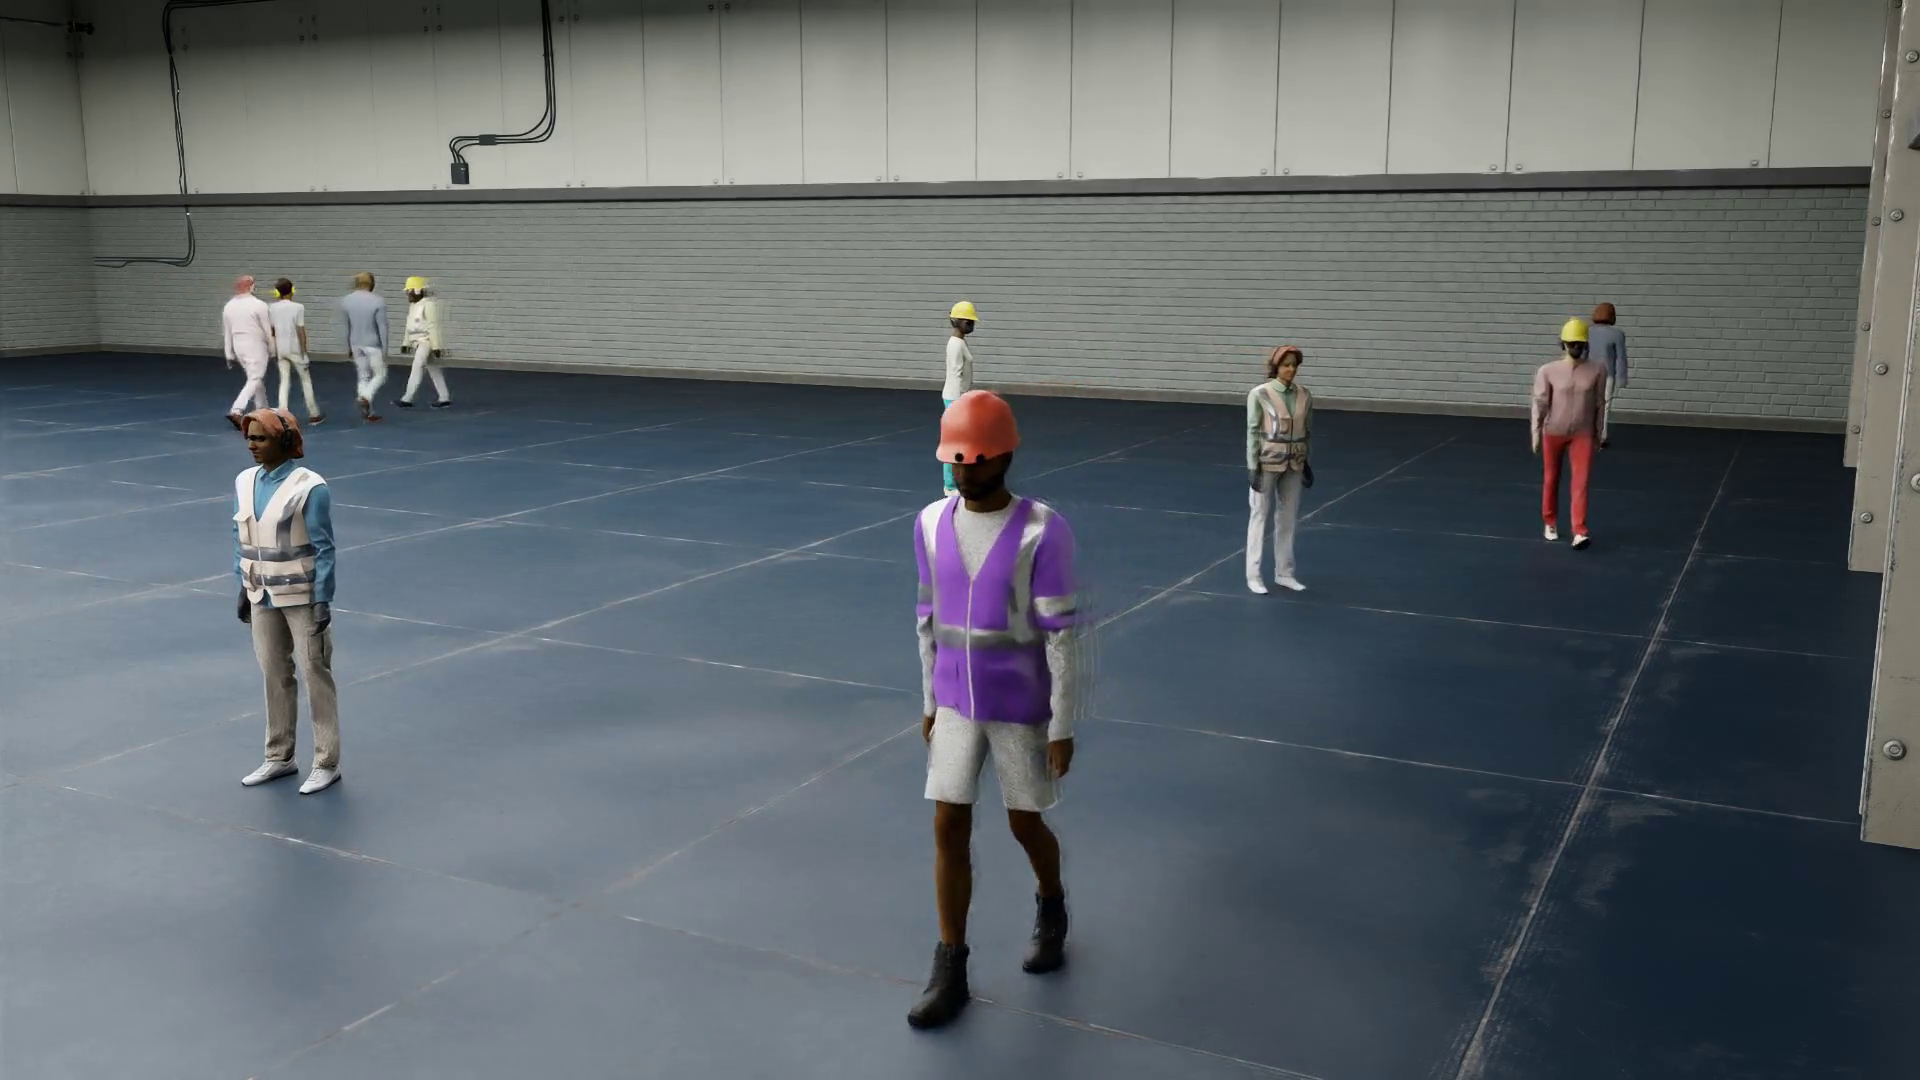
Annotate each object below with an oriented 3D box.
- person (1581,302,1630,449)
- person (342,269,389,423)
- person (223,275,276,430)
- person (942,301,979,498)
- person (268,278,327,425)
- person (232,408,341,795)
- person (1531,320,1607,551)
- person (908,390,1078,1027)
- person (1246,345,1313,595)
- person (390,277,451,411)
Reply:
[{"bbox_3d":[7.058,-1.799,18.285,0.522,1.626,0.345,10,15,44],"label":"person"},{"bbox_3d":[-7.417,-2.393,20.695,0.643,1.925,0.568,3,11,14],"label":"person"},{"bbox_3d":[-8.713,-2.292,20.332,0.641,1.867,0.922,5,11,24],"label":"person"},{"bbox_3d":[0.004,-1.253,14.936,0.329,1.765,0.527,0,10,2],"label":"person"},{"bbox_3d":[-8.141,-2.288,20.407,0.541,1.826,0.894,2,11,9],"label":"person"},{"bbox_3d":[-2.858,0.254,7.053,0.521,1.640,0.307,4,11,23],"label":"person"},{"bbox_3d":[4.587,-0.793,12.538,0.550,1.712,0.920,2,11,9],"label":"person"},{"bbox_3d":[0.121,0.483,5.129,0.566,1.906,0.781,5,12,27],"label":"person"},{"bbox_3d":[2.098,-0.463,10.969,0.519,1.640,0.310,-5,11,-25],"label":"person"},{"bbox_3d":[-7.320,-2.635,22.396,0.928,1.779,0.593,-7,12,-32],"label":"person"}]
